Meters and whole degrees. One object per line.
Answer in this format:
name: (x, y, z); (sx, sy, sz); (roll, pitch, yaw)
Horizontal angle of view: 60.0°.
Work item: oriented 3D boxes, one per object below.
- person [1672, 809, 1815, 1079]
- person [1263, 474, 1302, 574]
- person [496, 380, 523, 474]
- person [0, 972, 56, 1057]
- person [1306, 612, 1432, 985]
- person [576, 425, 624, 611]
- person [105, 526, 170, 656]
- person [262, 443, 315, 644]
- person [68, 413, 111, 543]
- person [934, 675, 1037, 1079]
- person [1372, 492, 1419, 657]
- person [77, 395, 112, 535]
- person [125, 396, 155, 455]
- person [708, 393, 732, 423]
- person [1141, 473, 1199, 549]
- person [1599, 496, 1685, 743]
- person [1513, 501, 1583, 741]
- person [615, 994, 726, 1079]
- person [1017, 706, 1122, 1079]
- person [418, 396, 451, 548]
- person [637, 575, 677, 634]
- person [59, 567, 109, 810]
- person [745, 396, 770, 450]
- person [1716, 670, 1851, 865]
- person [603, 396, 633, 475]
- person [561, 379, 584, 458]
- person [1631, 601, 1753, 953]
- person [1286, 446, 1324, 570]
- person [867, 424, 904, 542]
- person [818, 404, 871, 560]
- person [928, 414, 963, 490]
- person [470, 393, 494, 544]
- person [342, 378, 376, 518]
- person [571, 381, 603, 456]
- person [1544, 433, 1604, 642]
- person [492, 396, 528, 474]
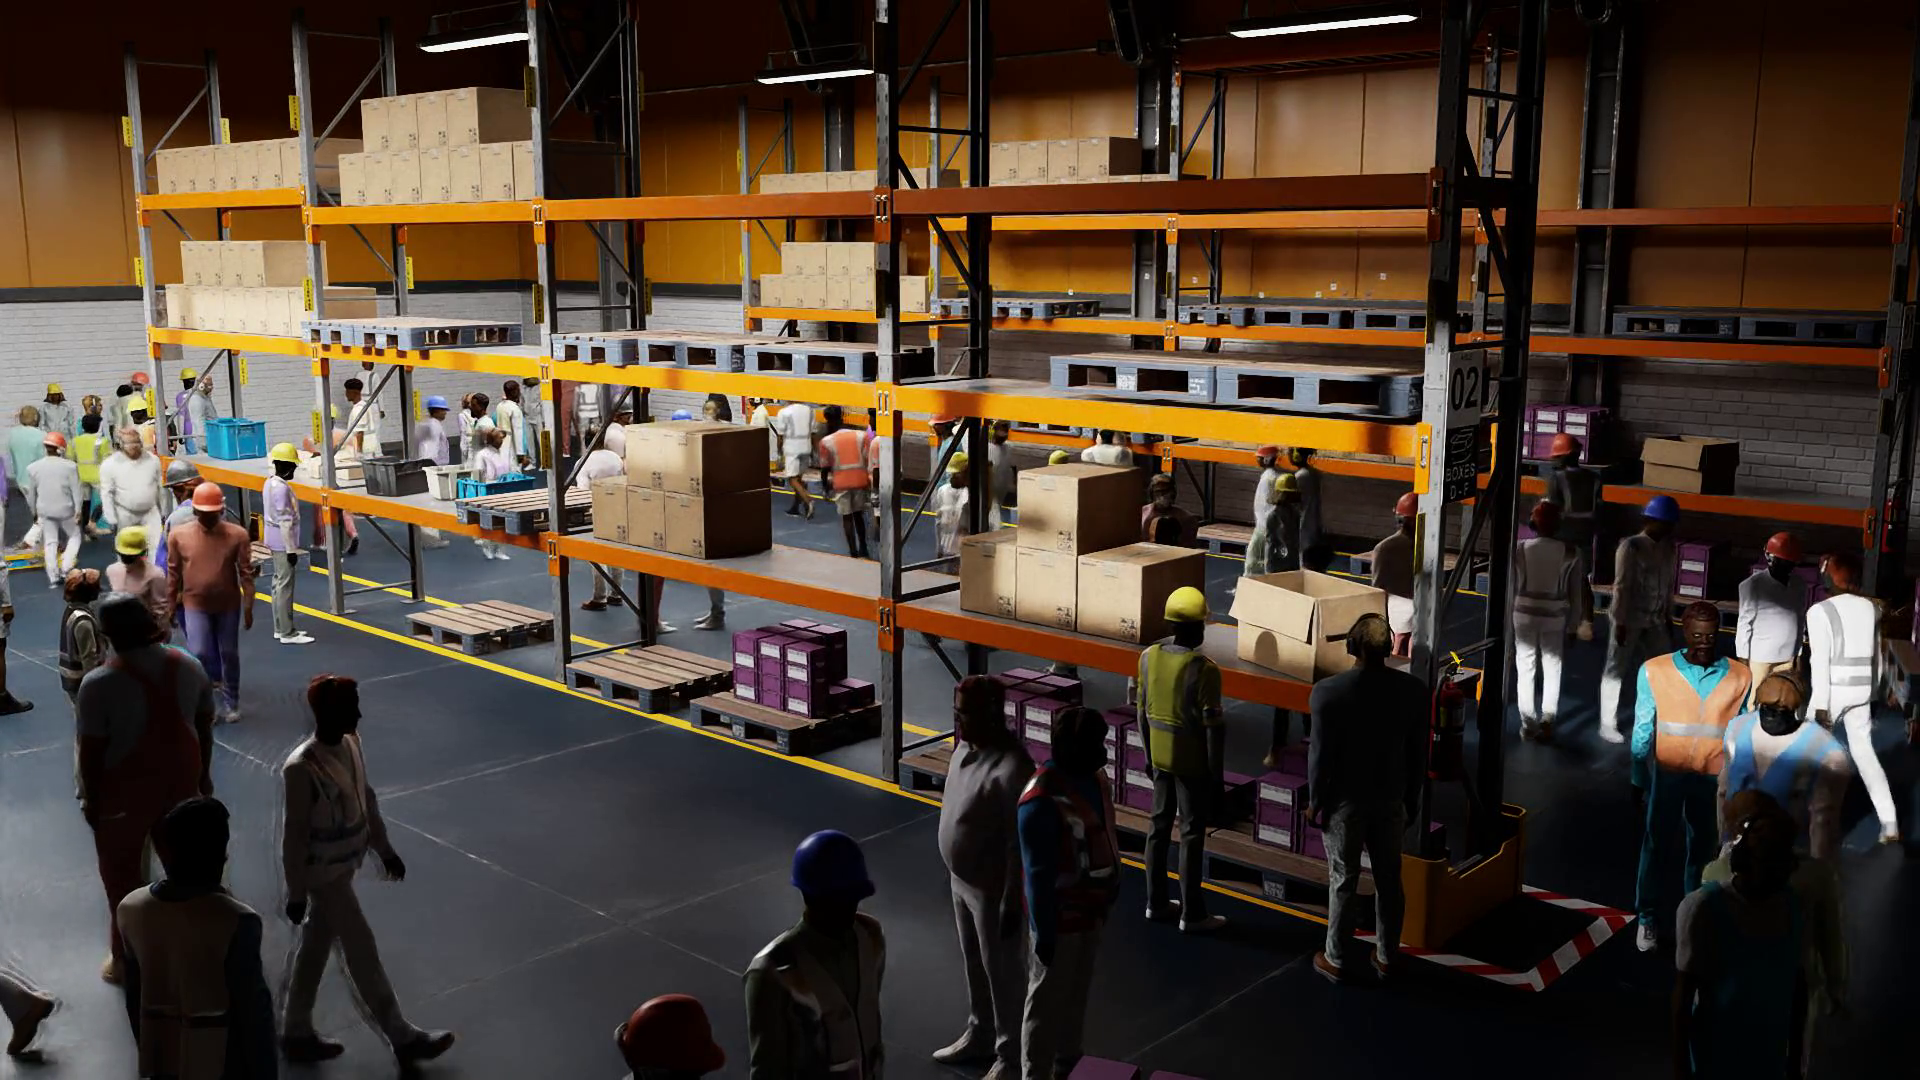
person: (2.770, 1.832, 5.930); (0.503, 1.838, 0.338); (-1, 10, -7)
person: (2.932, 0.263, 15.049); (0.295, 1.744, 0.485); (10, 14, 44)
person: (-6.275, -1.269, 23.212); (0.393, 1.919, 0.590); (-8, 13, -39)
person: (-4.600, 1.572, 7.458); (0.827, 1.820, 0.500); (-7, 12, -33)
person: (2.068, 1.321, 8.512); (0.629, 1.940, 0.372); (-1, 10, -7)
person: (-3.748, -0.231, 17.283); (0.375, 1.940, 0.627); (6, 12, 32)
person: (-6.121, 0.721, 12.490); (0.540, 1.725, 0.590); (2, 10, 8)
person: (-6.423, 0.032, 15.854); (0.382, 1.920, 0.585); (-6, 12, -30)
person: (-11.040, -0.774, 21.098); (0.584, 1.672, 0.436); (0, 10, 1)
person: (0.099, 1.527, 7.445); (0.403, 1.904, 0.651); (-4, 11, -23)
person: (3.307, 0.619, 12.360); (0.621, 1.986, 0.409); (-6, 12, -30)
person: (-11.363, -0.984, 21.827); (0.503, 1.839, 0.341); (9, 13, 42)
person: (-10.194, -0.850, 20.872); (0.397, 1.912, 0.591); (-5, 11, -25)
person: (-3.637, -1.673, 25.279); (0.375, 1.995, 0.611); (-1, 10, -8)
person: (1.642, 0.405, 13.686); (0.636, 1.939, 0.362); (-1, 10, -4)
person: (5.181, 0.609, 12.606); (0.604, 1.920, 0.550); (-4, 11, -24)
person: (4.403, 0.629, 12.639); (0.576, 1.866, 0.452); (3, 10, 16)
person: (-0.826, 2.097, 4.698); (0.355, 1.737, 0.575); (-2, 10, -12)
person: (0.481, 1.607, 7.210); (0.431, 1.835, 0.624); (6, 11, 29)
person: (-6.547, -0.842, 20.839); (0.476, 1.909, 0.632); (-5, 11, -28)
person: (-3.014, -0.024, 16.214); (0.386, 1.906, 0.601); (-5, 11, -28)
person: (-5.897, 0.995, 11.234); (0.314, 1.632, 0.522); (-6, 12, -32)
person: (-2.954, -1.381, 24.346); (0.354, 1.738, 0.577); (-2, 10, -11)
person: (3.838, 1.496, 7.863); (0.438, 1.815, 0.641); (-7, 12, -35)
person: (-3.941, -0.710, 19.707); (0.535, 2.000, 0.681); (-1, 10, -3)
person: (-6.984, -2.413, 29.736); (0.639, 1.902, 0.407); (-7, 12, -36)
person: (3.895, 1.261, 8.907); (0.596, 1.918, 0.382); (1, 10, 5)
person: (3.464, -0.111, 16.862); (0.470, 1.843, 0.543); (7, 12, 35)
person: (-0.922, -0.909, 21.182); (0.391, 1.922, 0.550); (8, 13, 38)
person: (-1.337, -0.656, 19.755); (0.693, 1.915, 0.607); (-4, 11, -20)
person: (-0.133, -0.493, 18.543); (0.455, 2.029, 0.618); (0, 10, -1)
person: (-6.058, -0.917, 21.216); (0.385, 1.921, 0.596); (-3, 11, -18)
person: (-8.347, -1.280, 23.182); (0.388, 1.957, 0.606); (-3, 10, -16)
person: (-6.508, -2.162, 29.078); (0.530, 1.628, 0.396); (-8, 13, -38)
person: (5.812, -0.014, 15.873); (0.678, 2.012, 0.490); (-3, 10, -17)
person: (-6.407, -1.281, 23.795); (0.573, 1.737, 0.355); (5, 11, 26)
